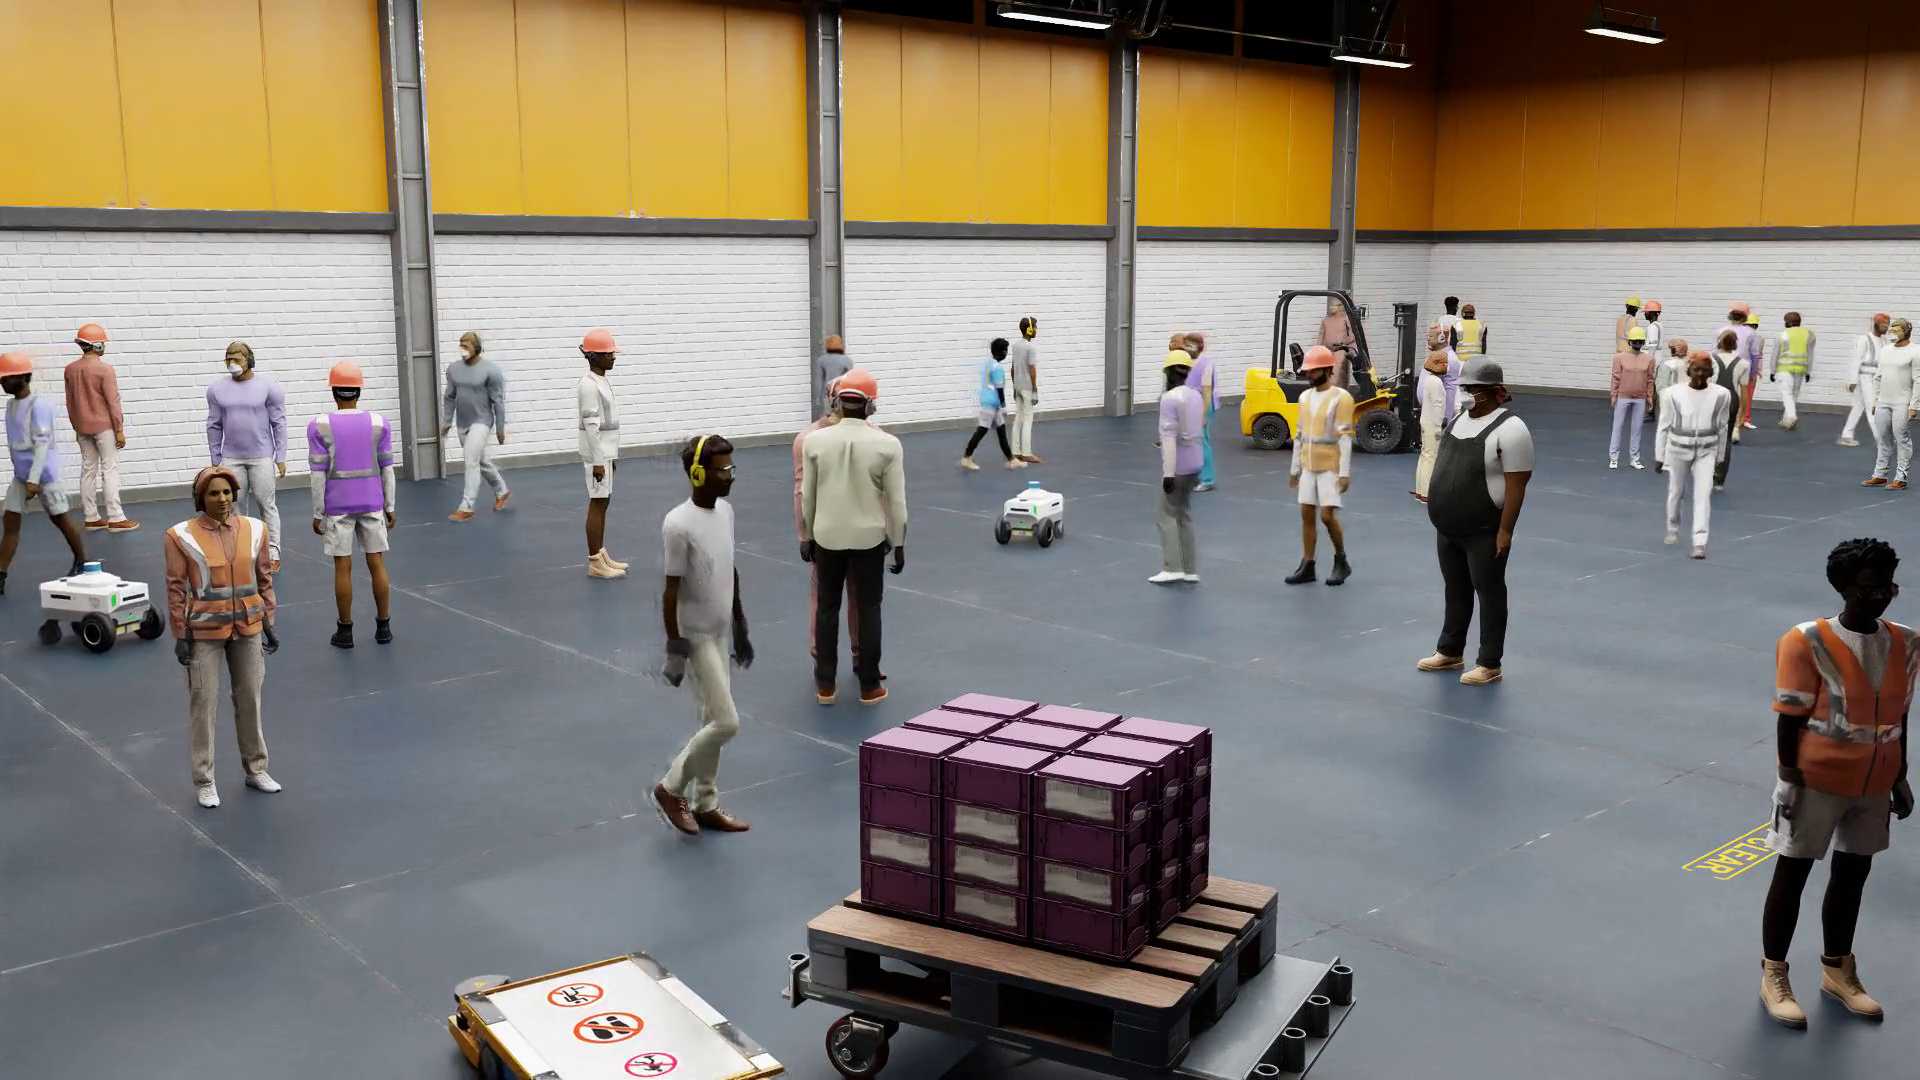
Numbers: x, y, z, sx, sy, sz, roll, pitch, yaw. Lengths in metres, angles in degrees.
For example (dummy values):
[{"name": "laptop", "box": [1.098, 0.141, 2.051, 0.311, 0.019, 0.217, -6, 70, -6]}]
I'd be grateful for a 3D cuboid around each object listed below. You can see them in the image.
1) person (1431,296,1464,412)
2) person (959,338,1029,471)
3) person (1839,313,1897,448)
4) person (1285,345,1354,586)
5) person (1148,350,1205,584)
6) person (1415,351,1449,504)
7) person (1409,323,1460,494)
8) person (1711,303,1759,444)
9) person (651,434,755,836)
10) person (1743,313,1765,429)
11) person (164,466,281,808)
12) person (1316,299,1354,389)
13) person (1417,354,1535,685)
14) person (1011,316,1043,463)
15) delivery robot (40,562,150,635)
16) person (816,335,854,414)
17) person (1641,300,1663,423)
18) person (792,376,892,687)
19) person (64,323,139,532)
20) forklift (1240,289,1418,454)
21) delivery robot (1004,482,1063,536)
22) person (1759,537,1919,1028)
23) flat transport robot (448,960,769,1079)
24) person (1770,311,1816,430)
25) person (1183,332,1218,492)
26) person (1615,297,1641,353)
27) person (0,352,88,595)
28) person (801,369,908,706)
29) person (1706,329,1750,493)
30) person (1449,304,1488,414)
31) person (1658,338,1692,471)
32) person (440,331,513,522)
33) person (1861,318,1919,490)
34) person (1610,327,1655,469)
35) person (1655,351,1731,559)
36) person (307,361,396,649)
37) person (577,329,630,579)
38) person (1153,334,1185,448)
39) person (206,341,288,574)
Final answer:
[{"name": "person", "box": [8.264, -3.140, 28.146, 0.607, 1.963, 0.373, 7, 12, 34]}, {"name": "person", "box": [0.394, -1.656, 20.402, 0.874, 1.637, 0.534, -1, 10, -4]}, {"name": "person", "box": [12.608, -2.179, 22.859, 0.594, 1.844, 0.941, -6, 12, -33]}, {"name": "person", "box": [2.880, -0.591, 13.324, 0.412, 1.931, 0.585, -7, 12, -34]}, {"name": "person", "box": [1.771, -0.593, 13.475, 0.488, 1.877, 0.640, 7, 12, 35]}, {"name": "person", "box": [5.061, -1.206, 17.787, 0.269, 1.632, 0.504, 1, 10, 4]}, {"name": "person", "box": [5.183, -1.405, 18.159, 0.409, 1.908, 0.647, -1, 10, -5]}, {"name": "person", "box": [10.907, -2.349, 23.498, 0.662, 1.984, 1.061, 4, 10, 22]}, {"name": "person", "box": [-1.115, 0.444, 7.510, 0.391, 1.856, 0.525, 3, 10, 15]}, {"name": "person", "box": [12.037, -2.578, 25.433, 0.523, 1.769, 0.322, -1, 10, -7]}, {"name": "person", "box": [-3.561, 0.454, 8.052, 0.307, 1.641, 0.514, 9, 13, 42]}, {"name": "person", "box": [6.817, -3.476, 30.437, 1.015, 1.852, 0.675, -8, 13, -41]}, {"name": "person", "box": [3.162, -0.132, 10.311, 0.537, 2.000, 0.678, -4, 11, -23]}, {"name": "person", "box": [0.842, -1.919, 21.277, 0.310, 1.868, 0.534, -5, 11, -29]}, {"name": "delivery robot", "box": [-5.882, 0.393, 11.306, 0.707, 0.478, 0.477, 4, 10, 21]}, {"name": "person", "box": [-1.623, -1.919, 22.075, 0.523, 1.584, 0.834, 3, 10, 14]}, {"name": "person", "box": [10.936, -2.824, 26.377, 0.361, 1.938, 0.545, 5, 11, 29]}, {"name": "person", "box": [-0.702, -0.058, 10.260, 0.651, 1.911, 0.409, -6, 11, -32]}, {"name": "person", "box": [-8.249, -1.068, 15.929, 0.608, 1.995, 0.377, 3, 10, 18]}, {"name": "forklift", "box": [5.034, -2.339, 22.783, 2.313, 2.155, 1.214, 3, 10, 16]}, {"name": "delivery robot", "box": [0.683, -0.295, 15.336, 0.477, 0.478, 0.707, 4, 11, 24]}, {"name": "person", "box": [3.024, 0.825, 5.712, 0.530, 1.697, 0.321, -2, 10, -9]}, {"name": "flat transport robot", "box": [-1.046, 1.631, 5.162, 0.652, 0.197, 1.431, -6, 12, -34]}, {"name": "person", "box": [12.717, -2.589, 25.423, 0.621, 1.806, 0.896, 1, 10, 4]}, {"name": "person", "box": [2.664, -1.418, 18.520, 0.549, 1.803, 0.580, -6, 11, -30]}, {"name": "person", "box": [11.845, -3.347, 29.499, 0.380, 1.917, 0.586, -1, 10, -6]}, {"name": "person", "box": [-7.314, -0.519, 13.033, 0.569, 1.885, 0.983, 6, 11, 30]}, {"name": "person", "box": [-0.614, -0.011, 9.779, 0.639, 1.979, 0.438, 1, 10, 4]}, {"name": "person", "box": [8.475, -1.427, 18.506, 0.529, 1.827, 0.455, 3, 10, 16]}, {"name": "person", "box": [8.462, -3.007, 27.773, 0.636, 1.843, 0.429, 0, 10, -1]}, {"name": "person", "box": [8.813, -1.660, 20.471, 0.514, 1.631, 0.321, -4, 11, -23]}, {"name": "person", "box": [-4.867, -1.169, 16.835, 0.627, 1.904, 1.004, 5, 11, 26]}, {"name": "person", "box": [10.581, -1.532, 18.811, 0.369, 1.939, 0.631, -3, 10, -18]}, {"name": "person", "box": [8.330, -1.756, 20.620, 0.522, 1.769, 0.317, 1, 10, 5]}, {"name": "person", "box": [6.519, -0.786, 14.850, 0.589, 1.818, 1.061, 3, 10, 18]}, {"name": "person", "box": [-4.098, -0.237, 11.229, 0.552, 1.937, 0.356, -6, 11, -31]}, {"name": "person", "box": [-2.930, -0.703, 13.649, 0.375, 2.044, 0.607, -1, 10, -4]}, {"name": "person", "box": [2.841, -1.951, 22.262, 0.795, 1.600, 0.502, 8, 12, 39]}, {"name": "person", "box": [-5.891, -0.670, 13.762, 0.638, 1.938, 0.356, -1, 10, -3]}]
